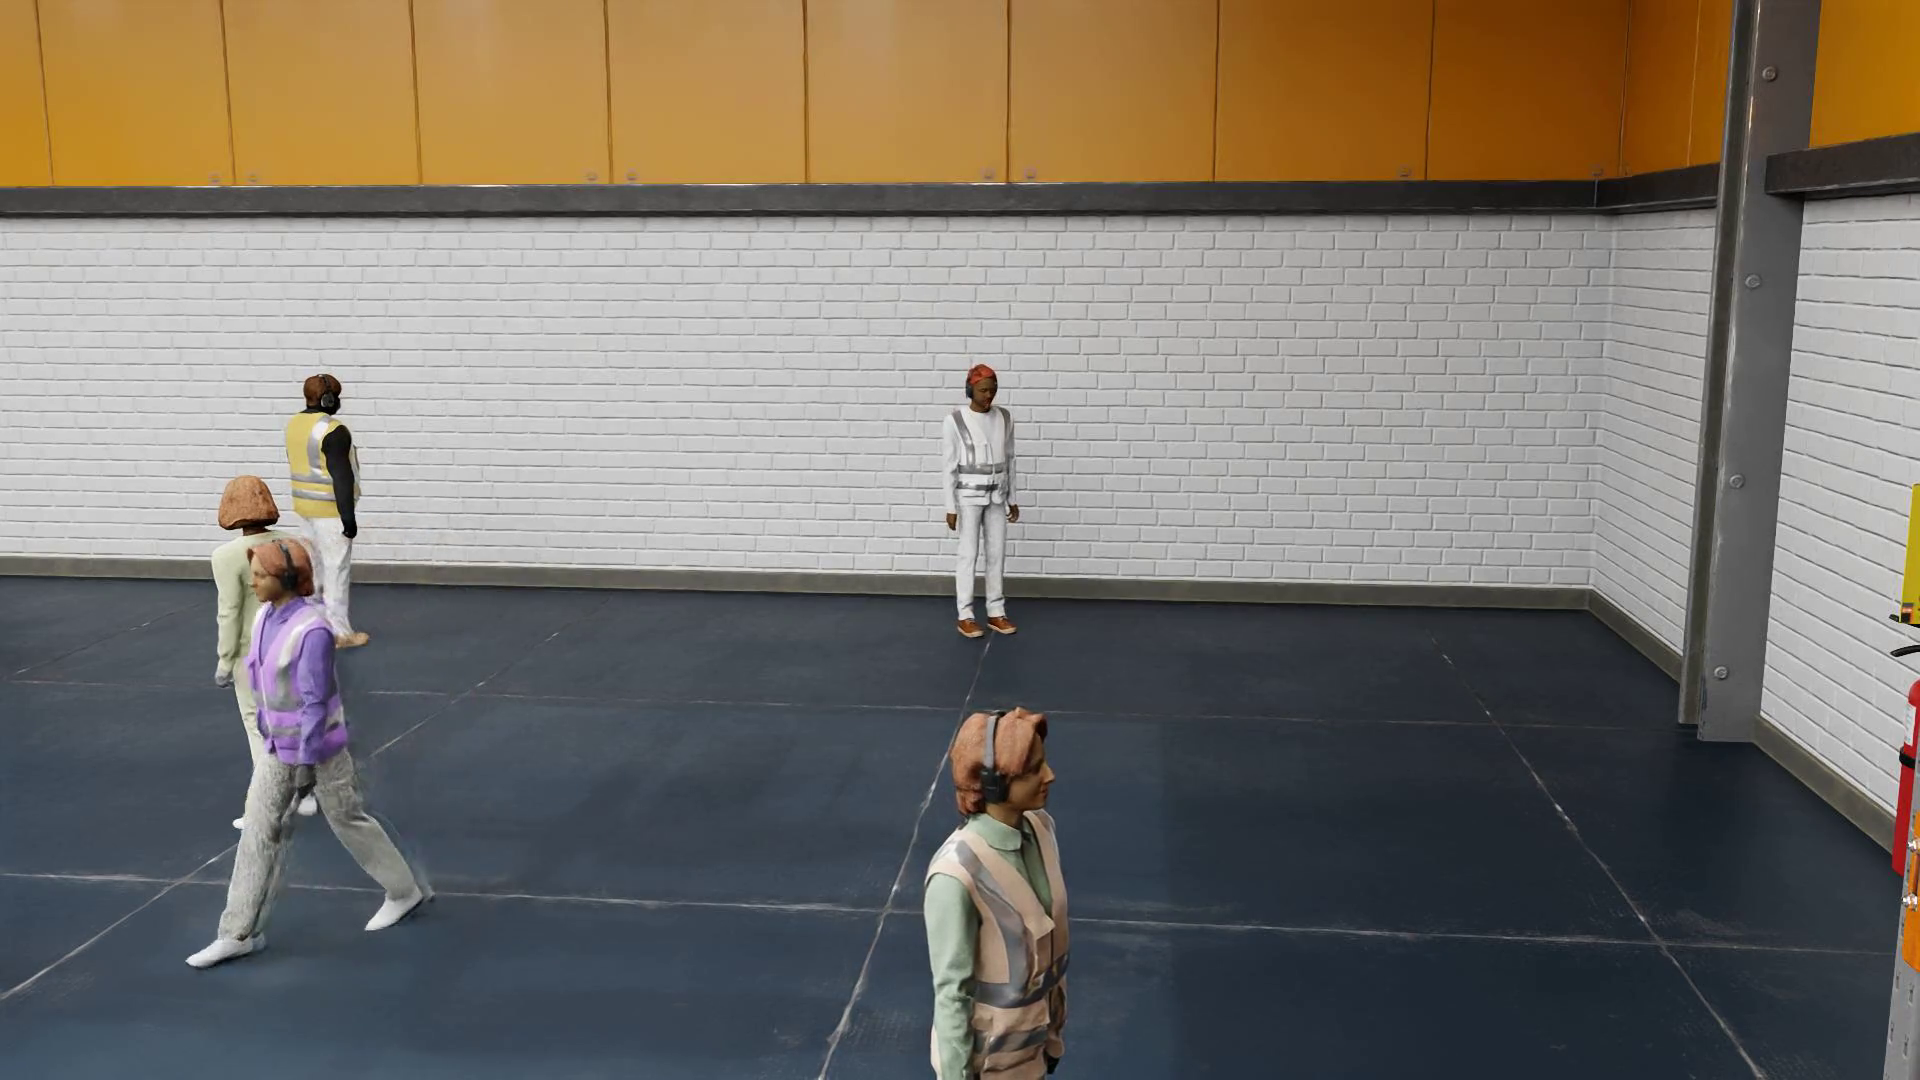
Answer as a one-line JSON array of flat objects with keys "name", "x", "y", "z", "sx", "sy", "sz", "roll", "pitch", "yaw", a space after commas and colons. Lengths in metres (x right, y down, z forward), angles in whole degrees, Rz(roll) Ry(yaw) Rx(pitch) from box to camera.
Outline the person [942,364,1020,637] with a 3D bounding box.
[{"name": "person", "x": 0.144, "y": -0.266, "z": 11.416, "sx": 0.585, "sy": 1.879, "sz": 0.374, "roll": -6, "pitch": 12, "yaw": -33}]

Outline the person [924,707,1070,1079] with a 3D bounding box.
[{"name": "person", "x": 0.087, "y": 1.180, "z": 3.789, "sx": 0.306, "sy": 1.645, "sz": 0.525, "roll": 5, "pitch": 11, "yaw": 26}]

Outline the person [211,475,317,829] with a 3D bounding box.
[{"name": "person", "x": -3.196, "y": 0.515, "z": 7.624, "sx": 0.269, "sy": 1.632, "sz": 0.505, "roll": 4, "pitch": 11, "yaw": 23}]

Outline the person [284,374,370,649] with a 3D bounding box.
[{"name": "person", "x": -4.227, "y": -0.191, "z": 11.119, "sx": 0.619, "sy": 1.836, "sz": 0.430, "roll": 9, "pitch": 13, "yaw": 41}]

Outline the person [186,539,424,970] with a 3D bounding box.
[{"name": "person", "x": -2.471, "y": 0.772, "z": 6.278, "sx": 0.533, "sy": 1.592, "sz": 0.881, "roll": 9, "pitch": 13, "yaw": 40}]
